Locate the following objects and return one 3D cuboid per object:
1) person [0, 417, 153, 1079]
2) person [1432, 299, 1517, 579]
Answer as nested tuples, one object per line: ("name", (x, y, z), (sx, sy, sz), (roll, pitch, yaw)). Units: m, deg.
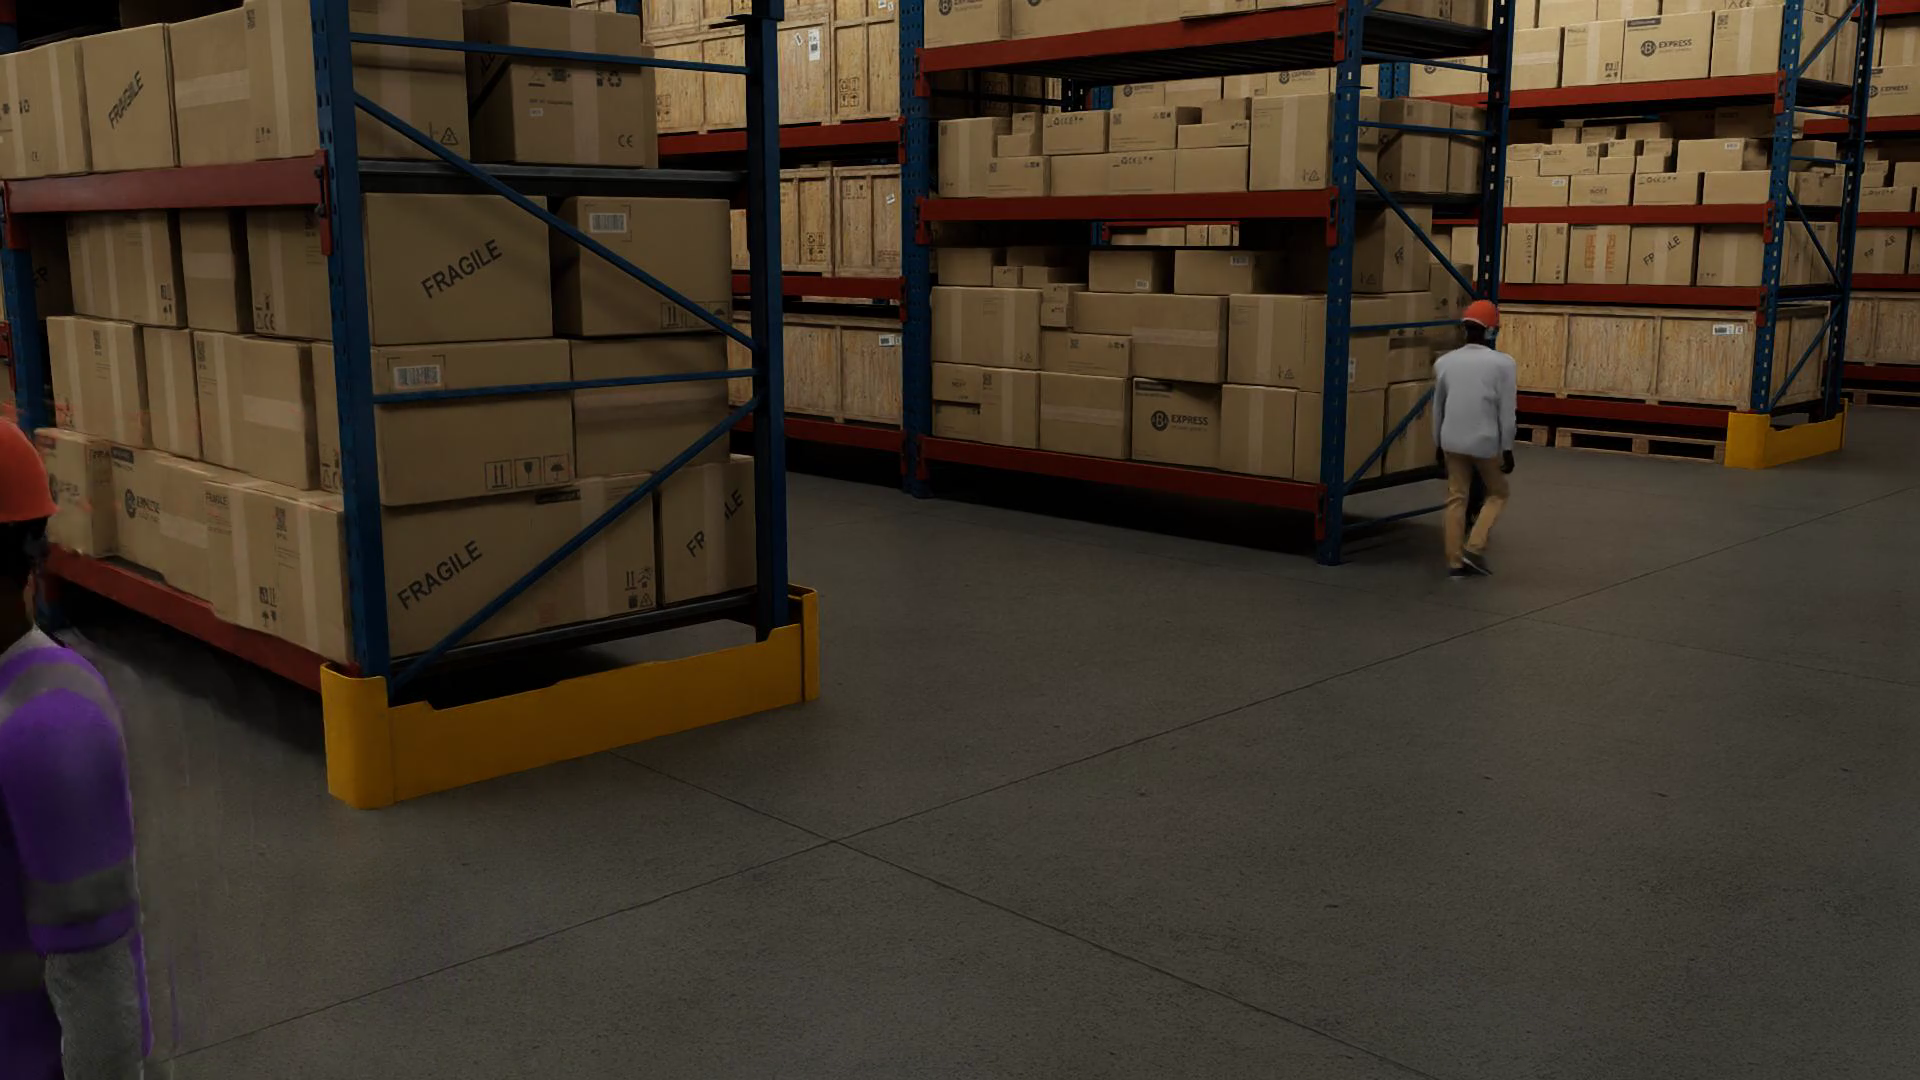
("person", (-1.287, 0.743, 2.426), (0.622, 1.921, 0.550), (-8, 13, -38))
("person", (3.192, -0.612, 10.296), (0.376, 1.736, 0.592), (-10, 14, -43))
